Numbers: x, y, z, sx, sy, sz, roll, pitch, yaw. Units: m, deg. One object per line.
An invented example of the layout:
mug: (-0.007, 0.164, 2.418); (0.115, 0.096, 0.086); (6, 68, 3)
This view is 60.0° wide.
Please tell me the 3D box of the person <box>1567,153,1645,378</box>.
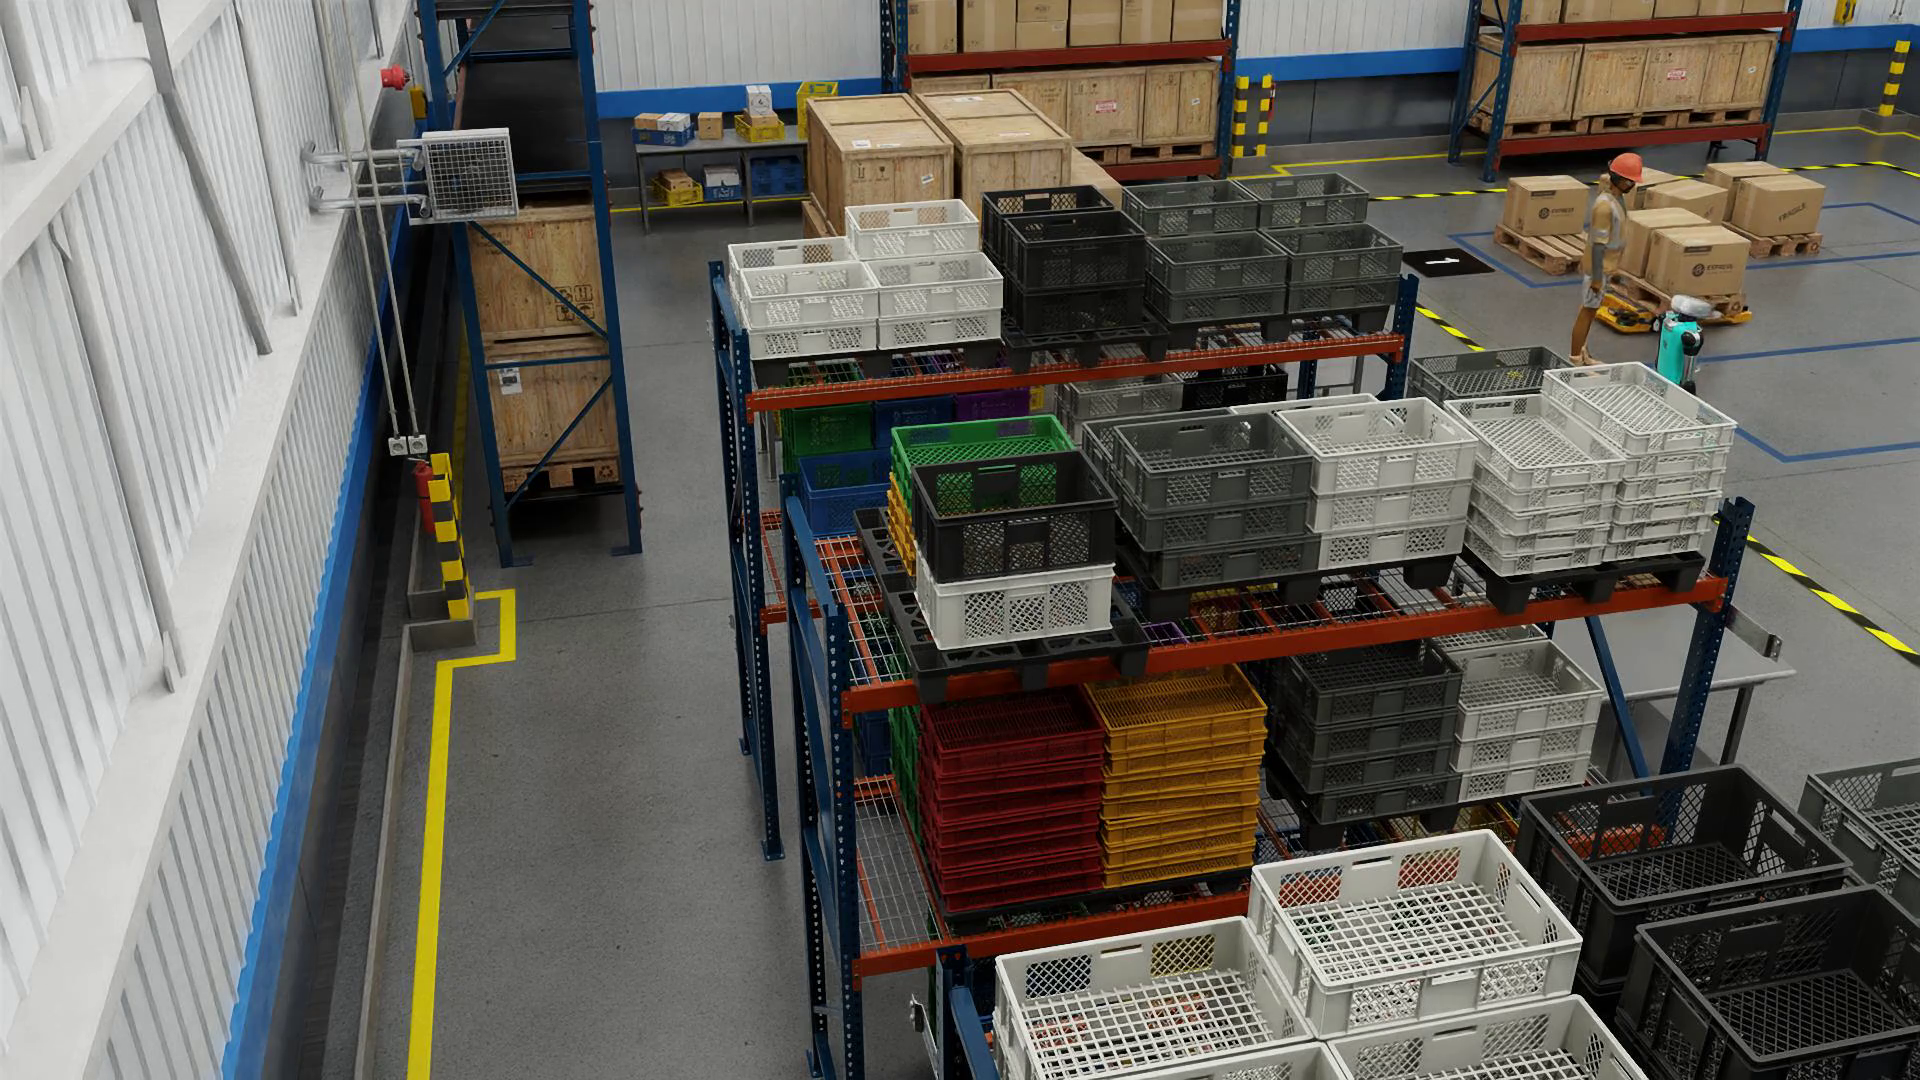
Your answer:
person: (5.722, -2.426, 14.761); (0.387, 2.033, 0.604); (14, 31, 25)

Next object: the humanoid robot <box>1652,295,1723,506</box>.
humanoid robot: (5.414, -0.997, 12.214); (0.735, 1.681, 0.533); (-1, 28, -2)

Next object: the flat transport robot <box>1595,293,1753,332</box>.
flat transport robot: (6.986, -2.299, 16.379); (1.431, 0.197, 0.652); (-6, 28, -12)

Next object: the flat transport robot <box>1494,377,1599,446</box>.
flat transport robot: (4.780, -1.036, 14.013); (0.659, 0.231, 1.431); (-6, 28, -12)
